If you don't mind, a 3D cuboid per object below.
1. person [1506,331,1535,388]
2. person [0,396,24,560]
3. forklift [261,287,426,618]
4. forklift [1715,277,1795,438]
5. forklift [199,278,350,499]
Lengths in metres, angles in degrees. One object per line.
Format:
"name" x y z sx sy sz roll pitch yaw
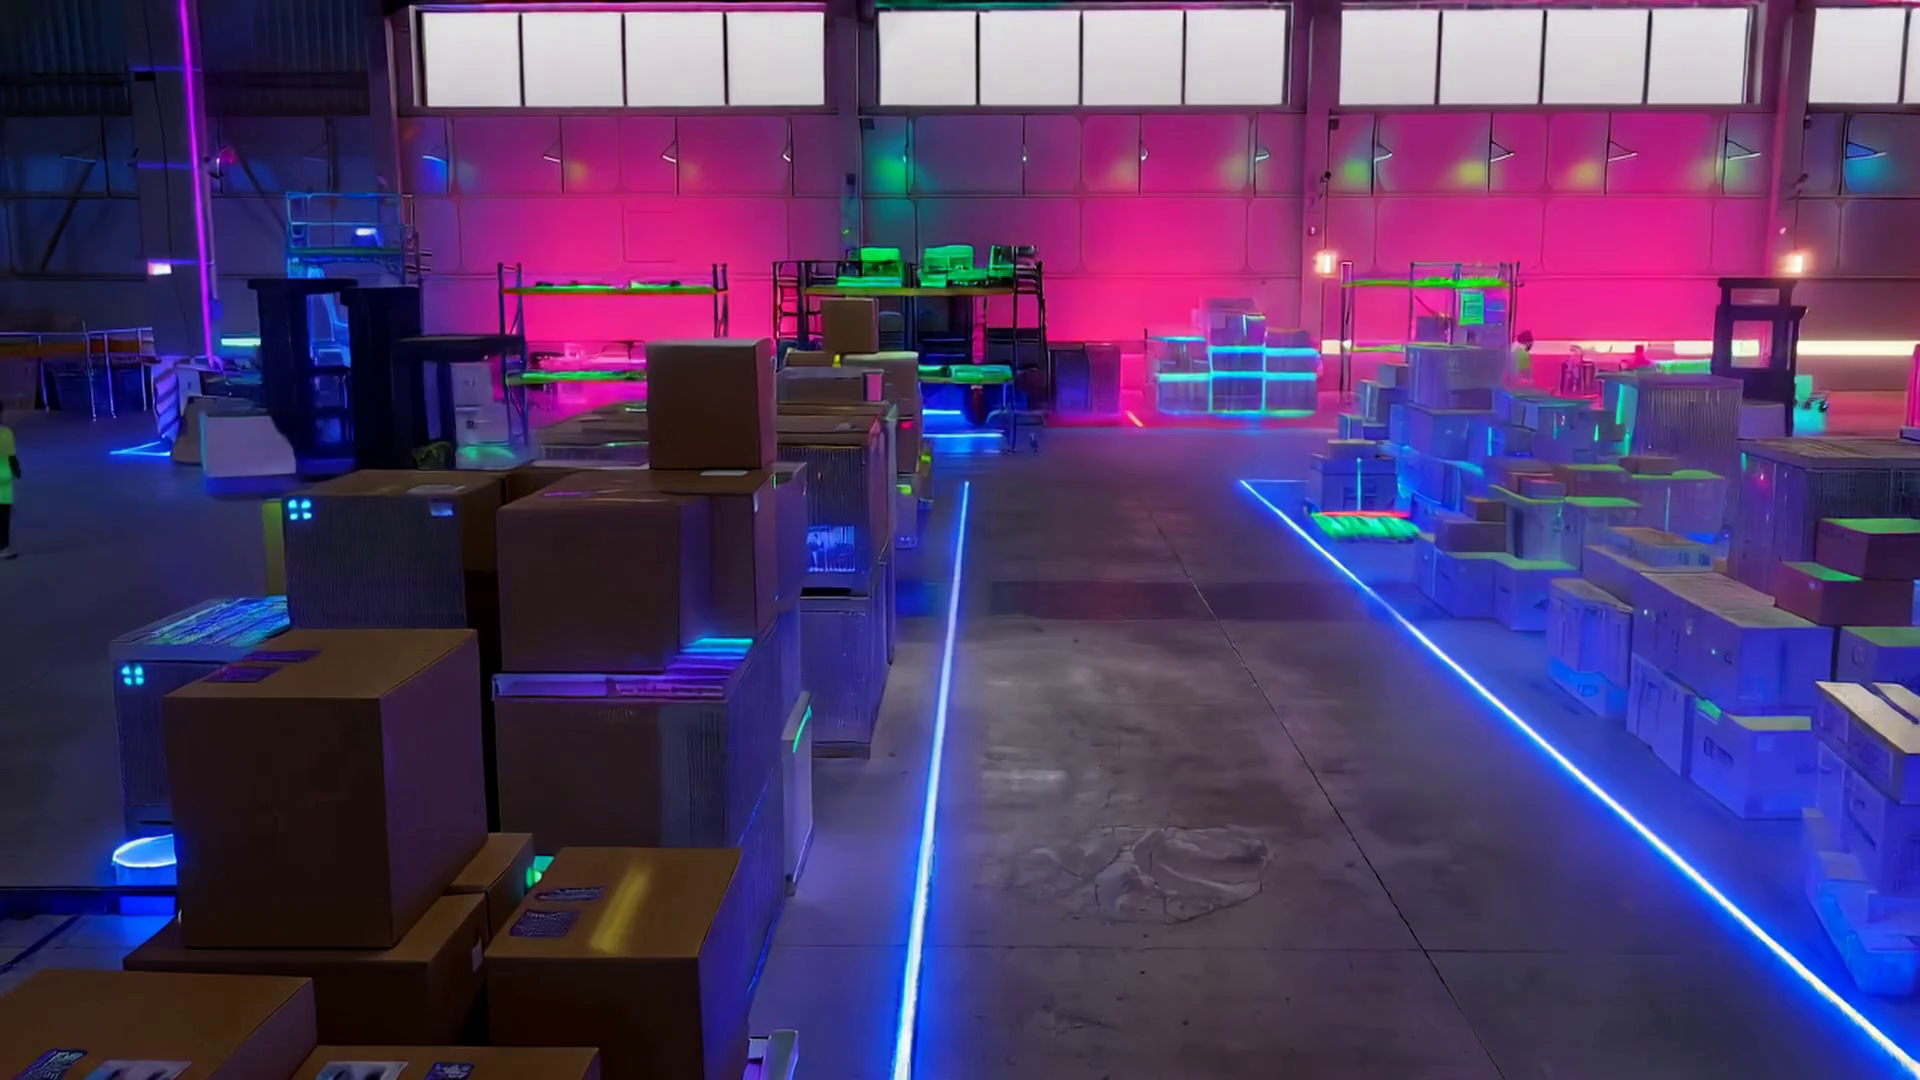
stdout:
"person" 9.415 -2.536 27.760 0.905 1.891 0.566 -1 9 -4
"person" -9.804 -0.647 17.064 0.552 1.682 0.496 5 11 26
"forklift" -4.768 -0.711 13.897 1.873 2.768 1.129 0 9 1
"forklift" 11.103 -2.299 23.407 1.129 2.768 1.873 6 11 34
"forklift" -8.915 -2.011 21.684 1.873 2.768 1.129 -5 11 -27
